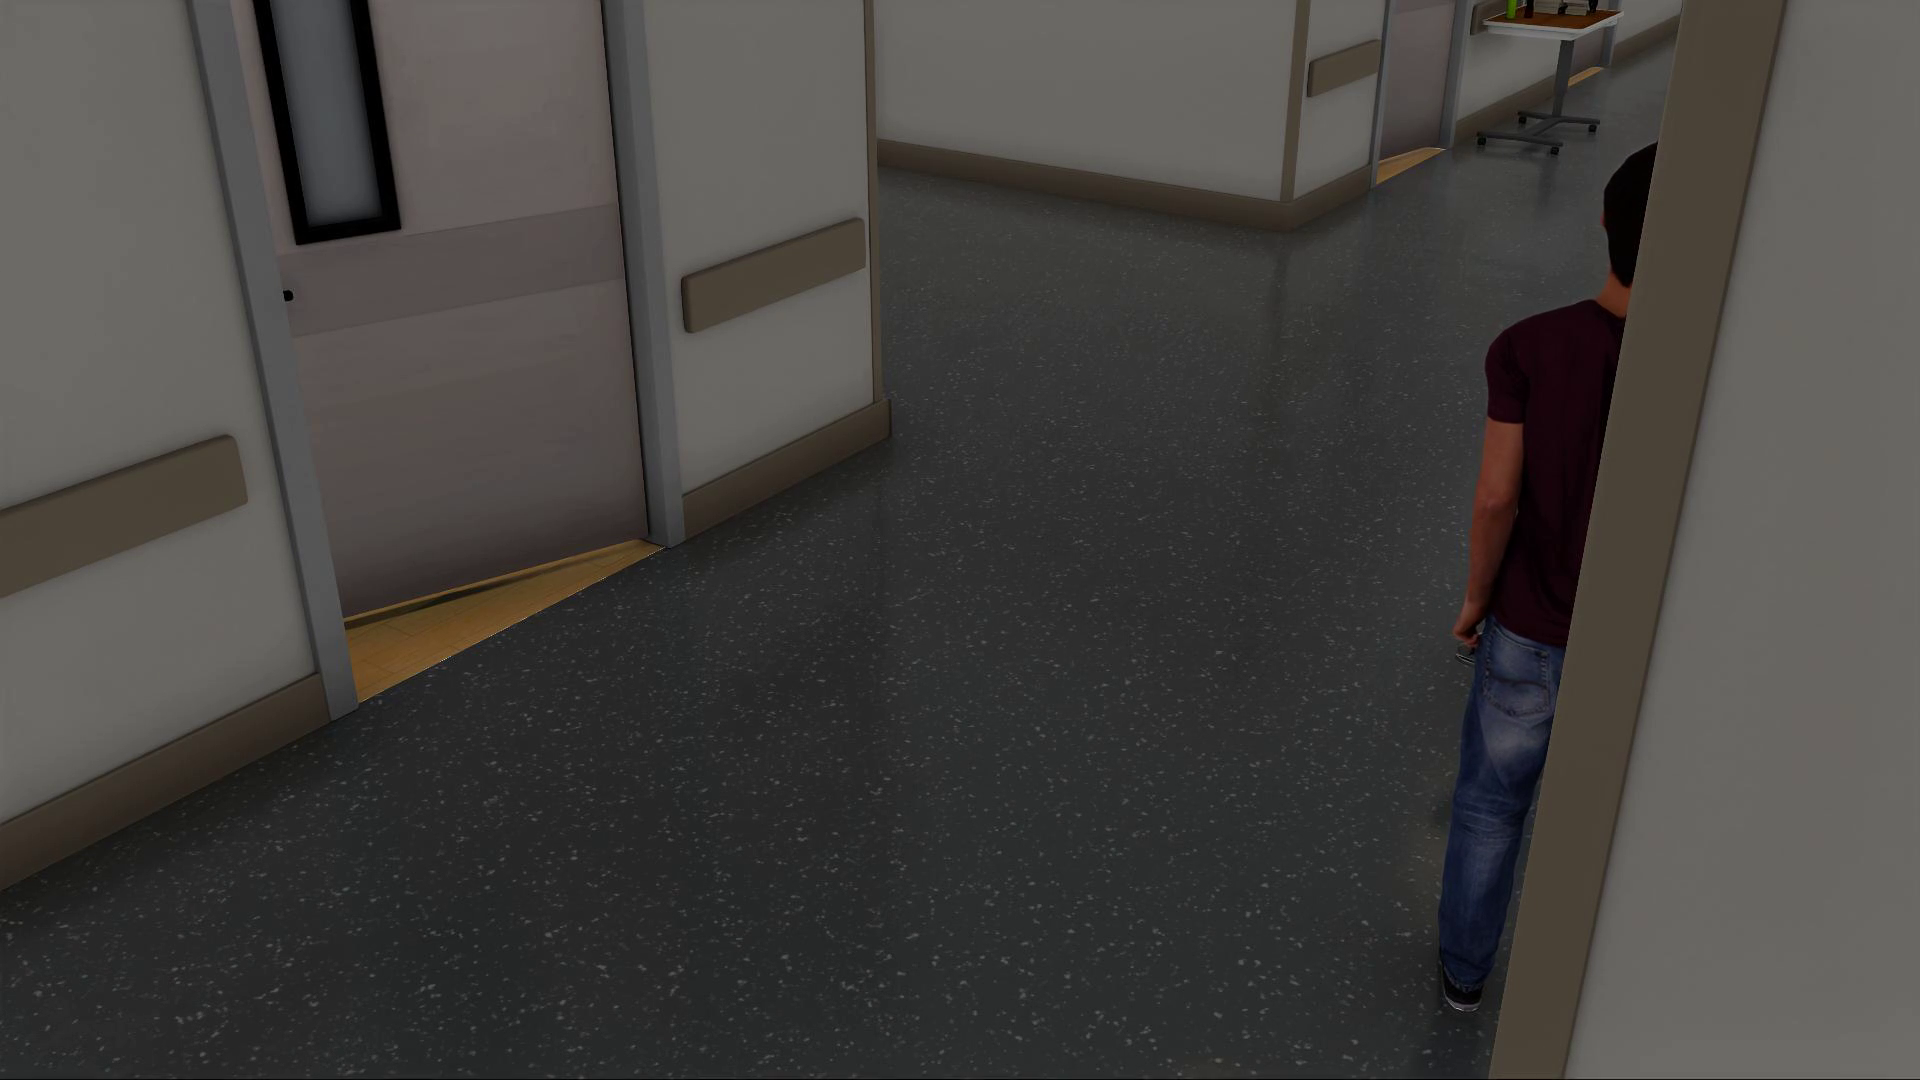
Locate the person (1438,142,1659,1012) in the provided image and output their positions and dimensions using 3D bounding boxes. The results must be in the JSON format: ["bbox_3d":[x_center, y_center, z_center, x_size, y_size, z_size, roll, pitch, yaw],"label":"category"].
[{"bbox_3d":[1.221,0.154,3.230,0.684,1.855,0.585,13,29,25],"label":"person"}]
